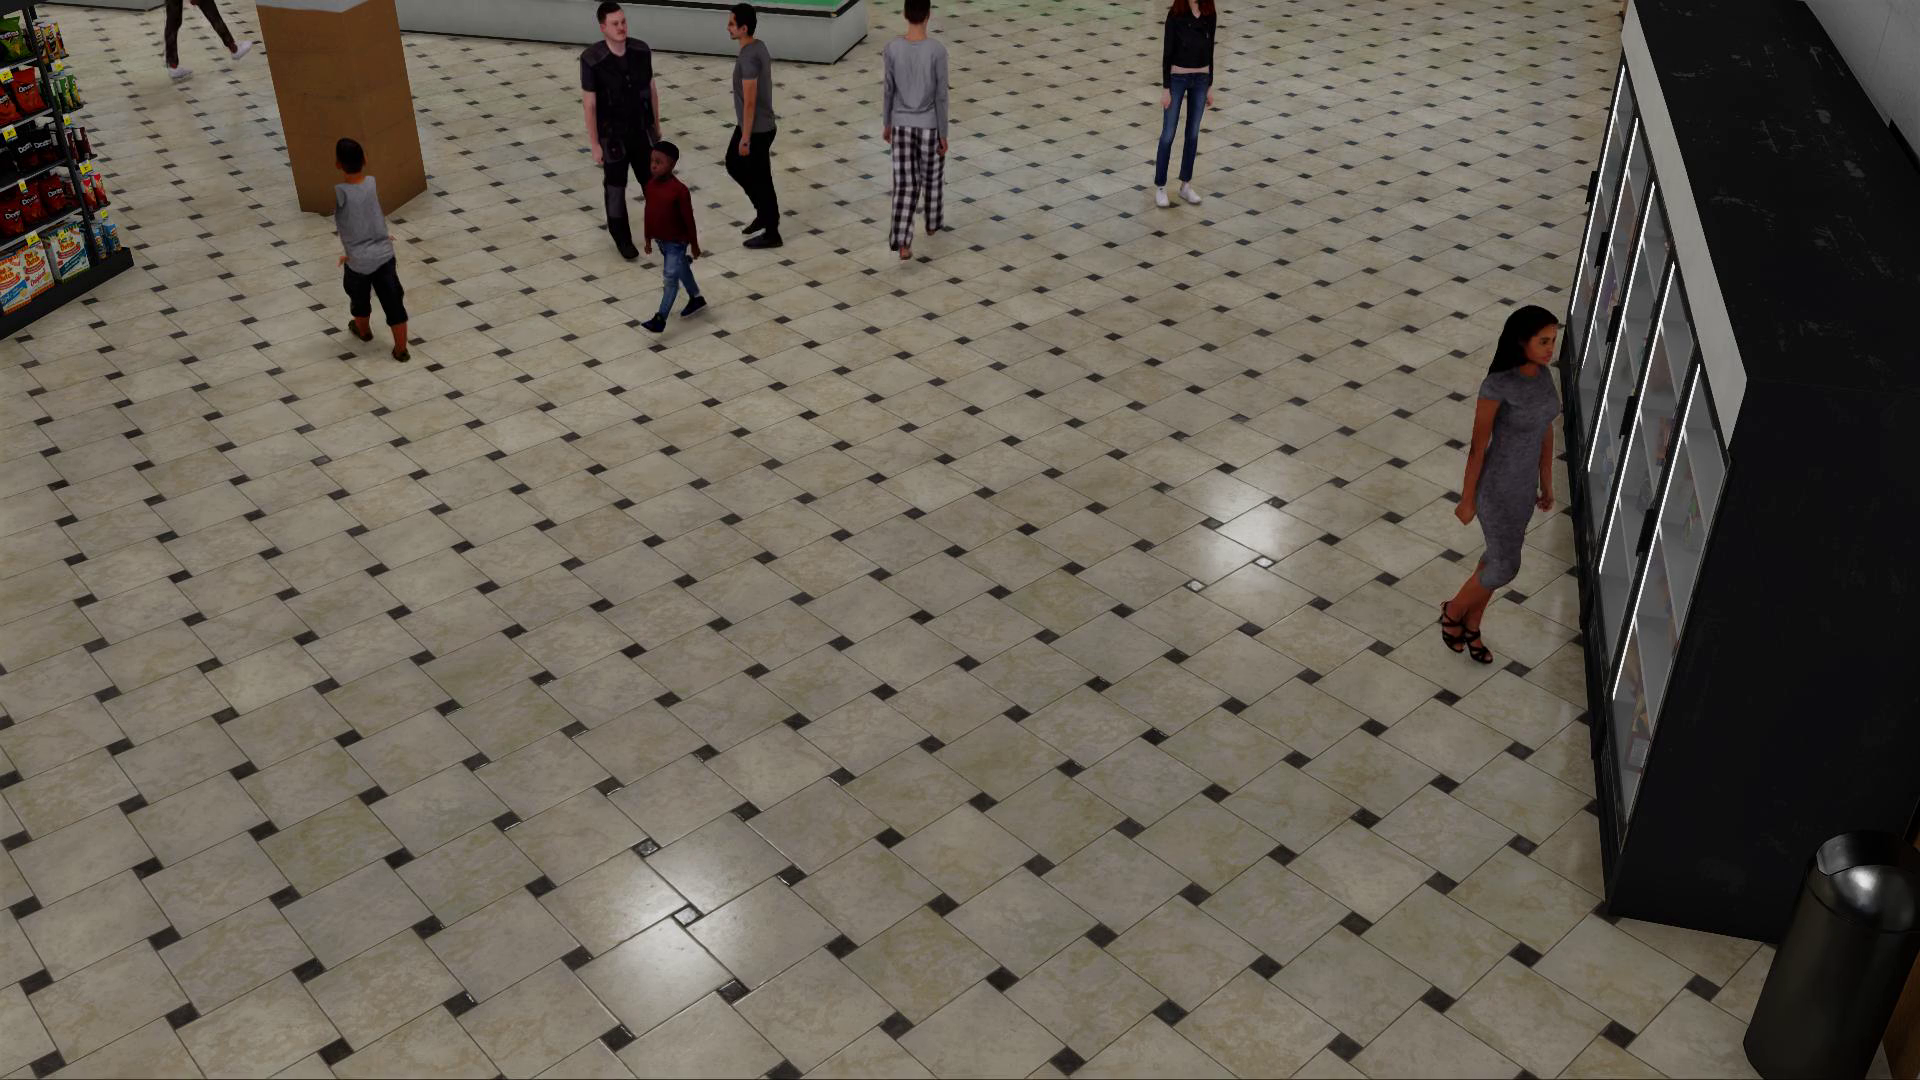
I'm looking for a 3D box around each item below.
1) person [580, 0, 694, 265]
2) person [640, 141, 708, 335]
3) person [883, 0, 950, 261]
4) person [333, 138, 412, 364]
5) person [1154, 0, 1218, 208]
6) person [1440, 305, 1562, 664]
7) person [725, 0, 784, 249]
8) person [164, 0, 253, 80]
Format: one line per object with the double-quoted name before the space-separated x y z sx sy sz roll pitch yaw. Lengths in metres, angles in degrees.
"person" -2.361 -2.810 11.559 1.148 1.814 1.227 -19 37 -28
"person" -1.825 -1.976 10.773 0.875 1.227 0.783 22 38 31
"person" -0.328 -2.815 11.583 1.122 1.797 0.784 5 32 8
"person" -3.633 -1.792 10.283 0.908 1.434 1.011 -22 38 -31
"person" 1.711 -3.412 12.551 0.613 1.789 0.715 -9 33 -14
"person" 2.369 -0.241 7.473 0.727 1.768 0.773 -22 38 -31
"person" -1.371 -2.926 11.811 0.734 1.744 0.730 -3 32 -5
"person" -7.288 -5.114 15.422 1.114 1.644 0.757 13 34 20
